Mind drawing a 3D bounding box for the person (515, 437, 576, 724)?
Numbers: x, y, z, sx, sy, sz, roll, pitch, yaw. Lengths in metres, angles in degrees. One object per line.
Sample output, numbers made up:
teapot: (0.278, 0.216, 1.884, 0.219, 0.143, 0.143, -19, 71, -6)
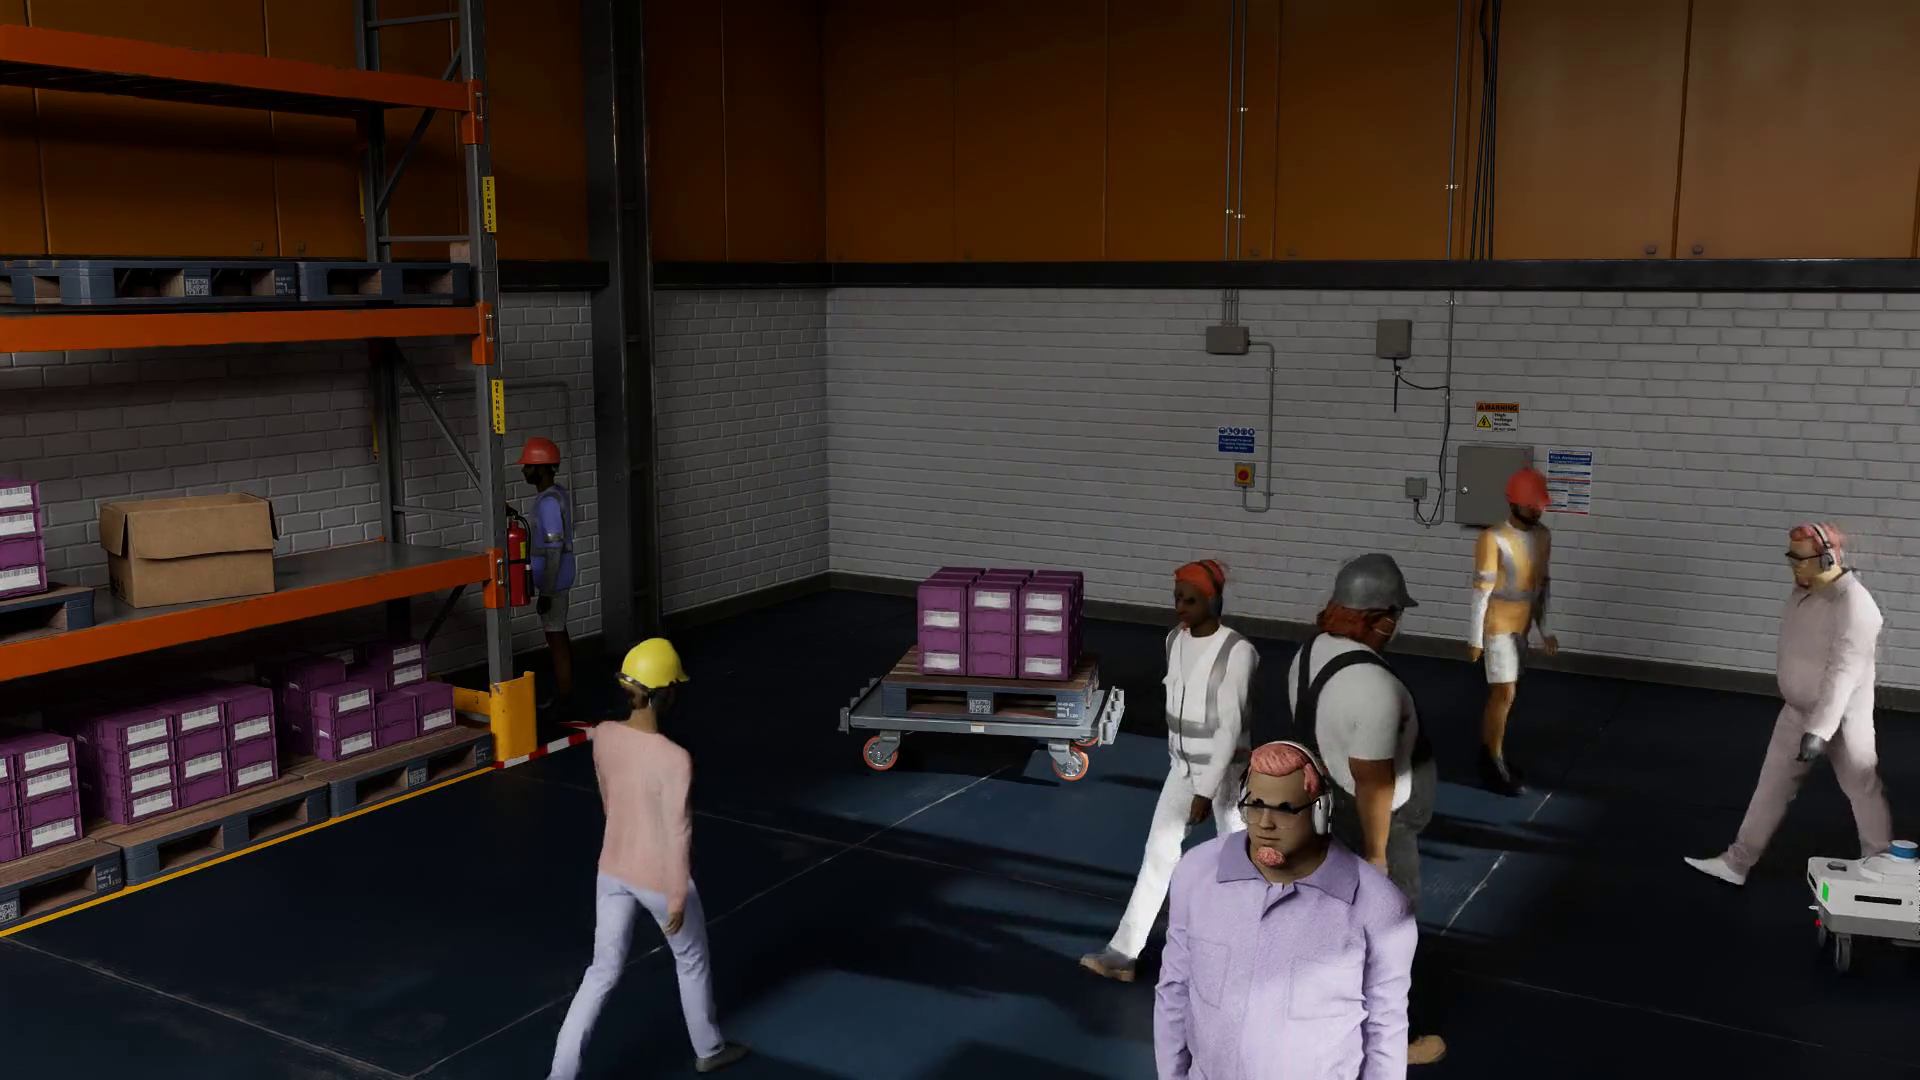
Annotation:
person: (-2.785, 0.273, 11.232, 0.362, 1.939, 0.542, -2, 9, -10)

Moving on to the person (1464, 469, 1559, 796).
person: (3.271, 0.530, 9.801, 0.603, 1.898, 0.627, -7, 11, -36)

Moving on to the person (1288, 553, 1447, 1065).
person: (1.428, 1.017, 6.271, 0.847, 2.000, 0.686, -2, 9, -15)

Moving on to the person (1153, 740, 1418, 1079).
person: (0.773, 1.427, 4.133, 0.642, 1.909, 0.410, 4, 10, 26)

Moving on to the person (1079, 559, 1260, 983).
person: (0.981, 0.996, 7.048, 0.955, 1.831, 0.572, -6, 11, -33)

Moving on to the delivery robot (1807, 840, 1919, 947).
delivery robot: (4.101, 1.553, 7.256, 0.707, 0.478, 0.477, 3, 9, 17)

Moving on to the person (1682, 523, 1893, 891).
person: (4.095, 0.840, 7.979, 1.013, 1.837, 0.666, -1, 9, -5)

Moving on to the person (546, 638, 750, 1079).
person: (-1.166, 1.208, 6.038, 0.521, 1.730, 0.871, 6, 11, 34)
